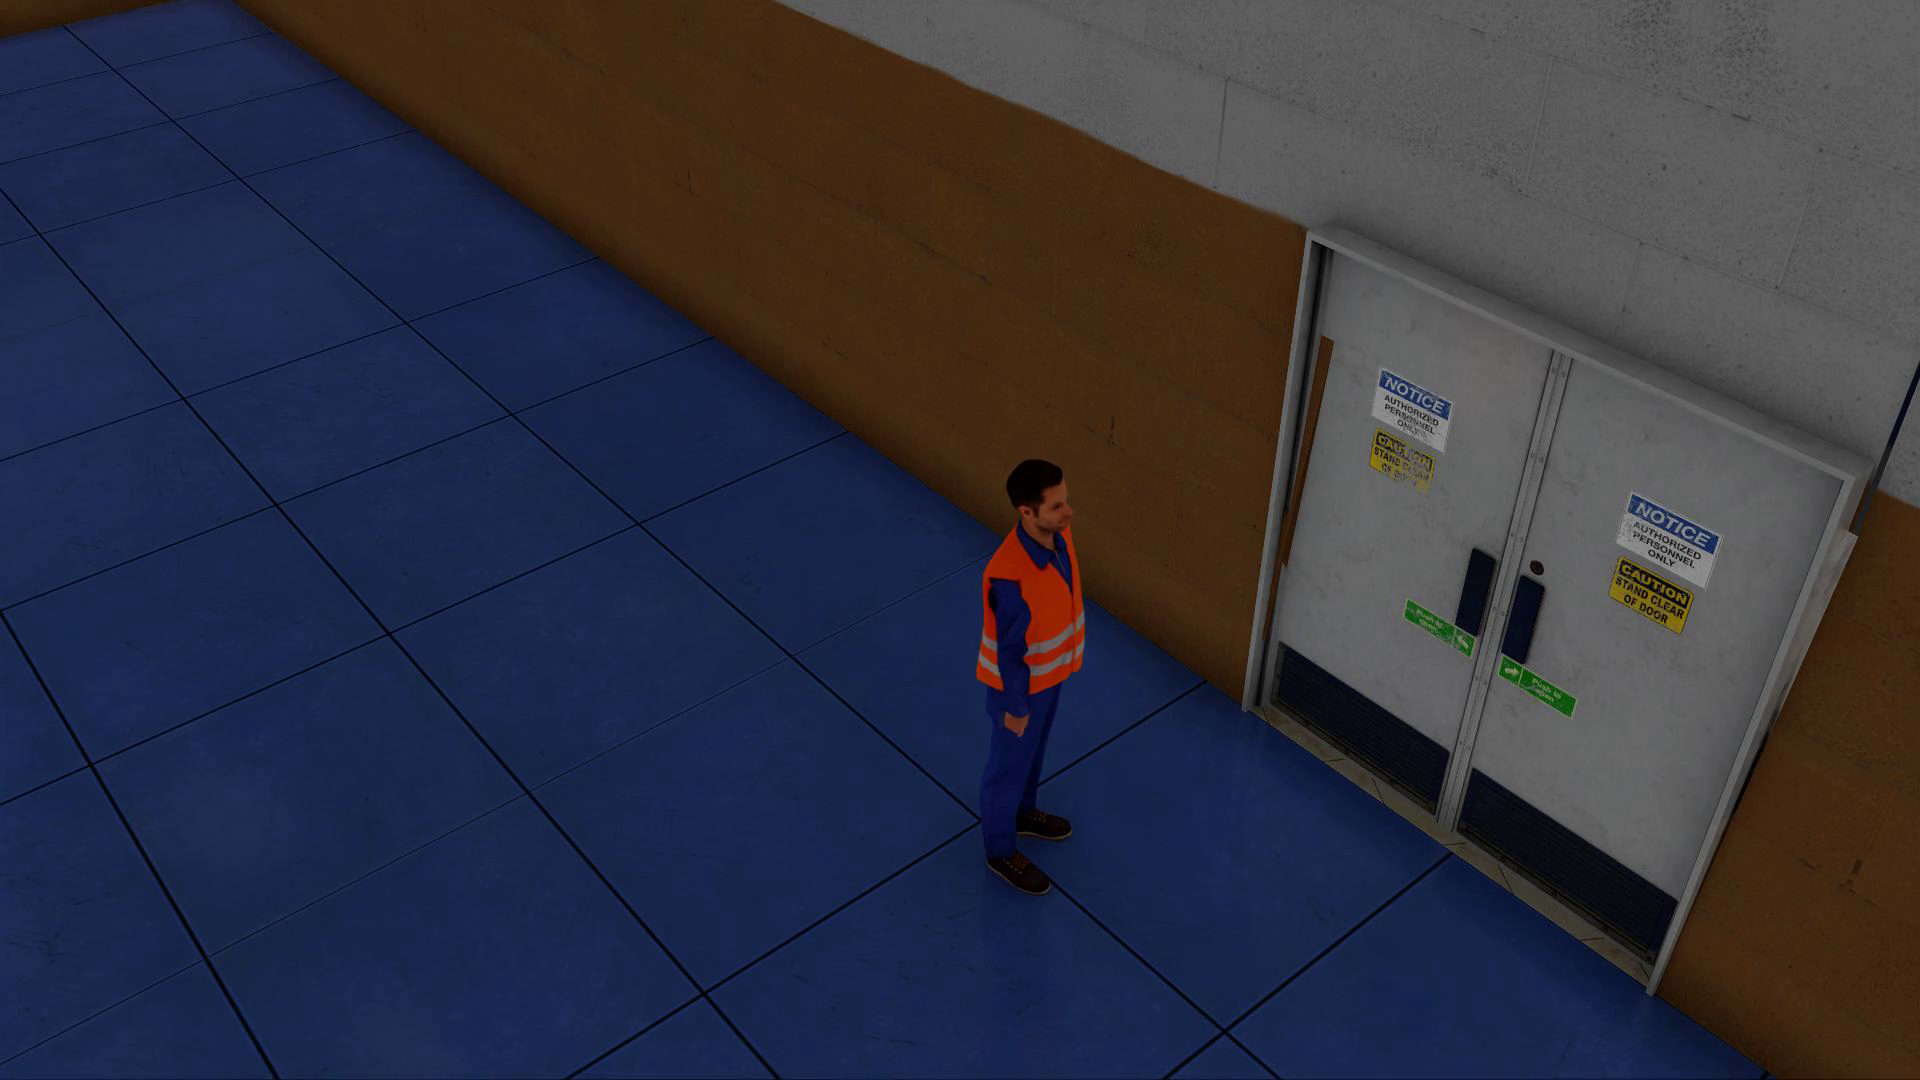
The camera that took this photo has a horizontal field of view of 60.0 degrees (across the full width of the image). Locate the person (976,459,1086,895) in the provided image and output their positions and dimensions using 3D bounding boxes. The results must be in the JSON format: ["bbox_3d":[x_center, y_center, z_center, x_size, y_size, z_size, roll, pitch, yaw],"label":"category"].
[{"bbox_3d":[0.248,0.481,6.080,0.844,1.863,0.713,15,39,19],"label":"person"}]
